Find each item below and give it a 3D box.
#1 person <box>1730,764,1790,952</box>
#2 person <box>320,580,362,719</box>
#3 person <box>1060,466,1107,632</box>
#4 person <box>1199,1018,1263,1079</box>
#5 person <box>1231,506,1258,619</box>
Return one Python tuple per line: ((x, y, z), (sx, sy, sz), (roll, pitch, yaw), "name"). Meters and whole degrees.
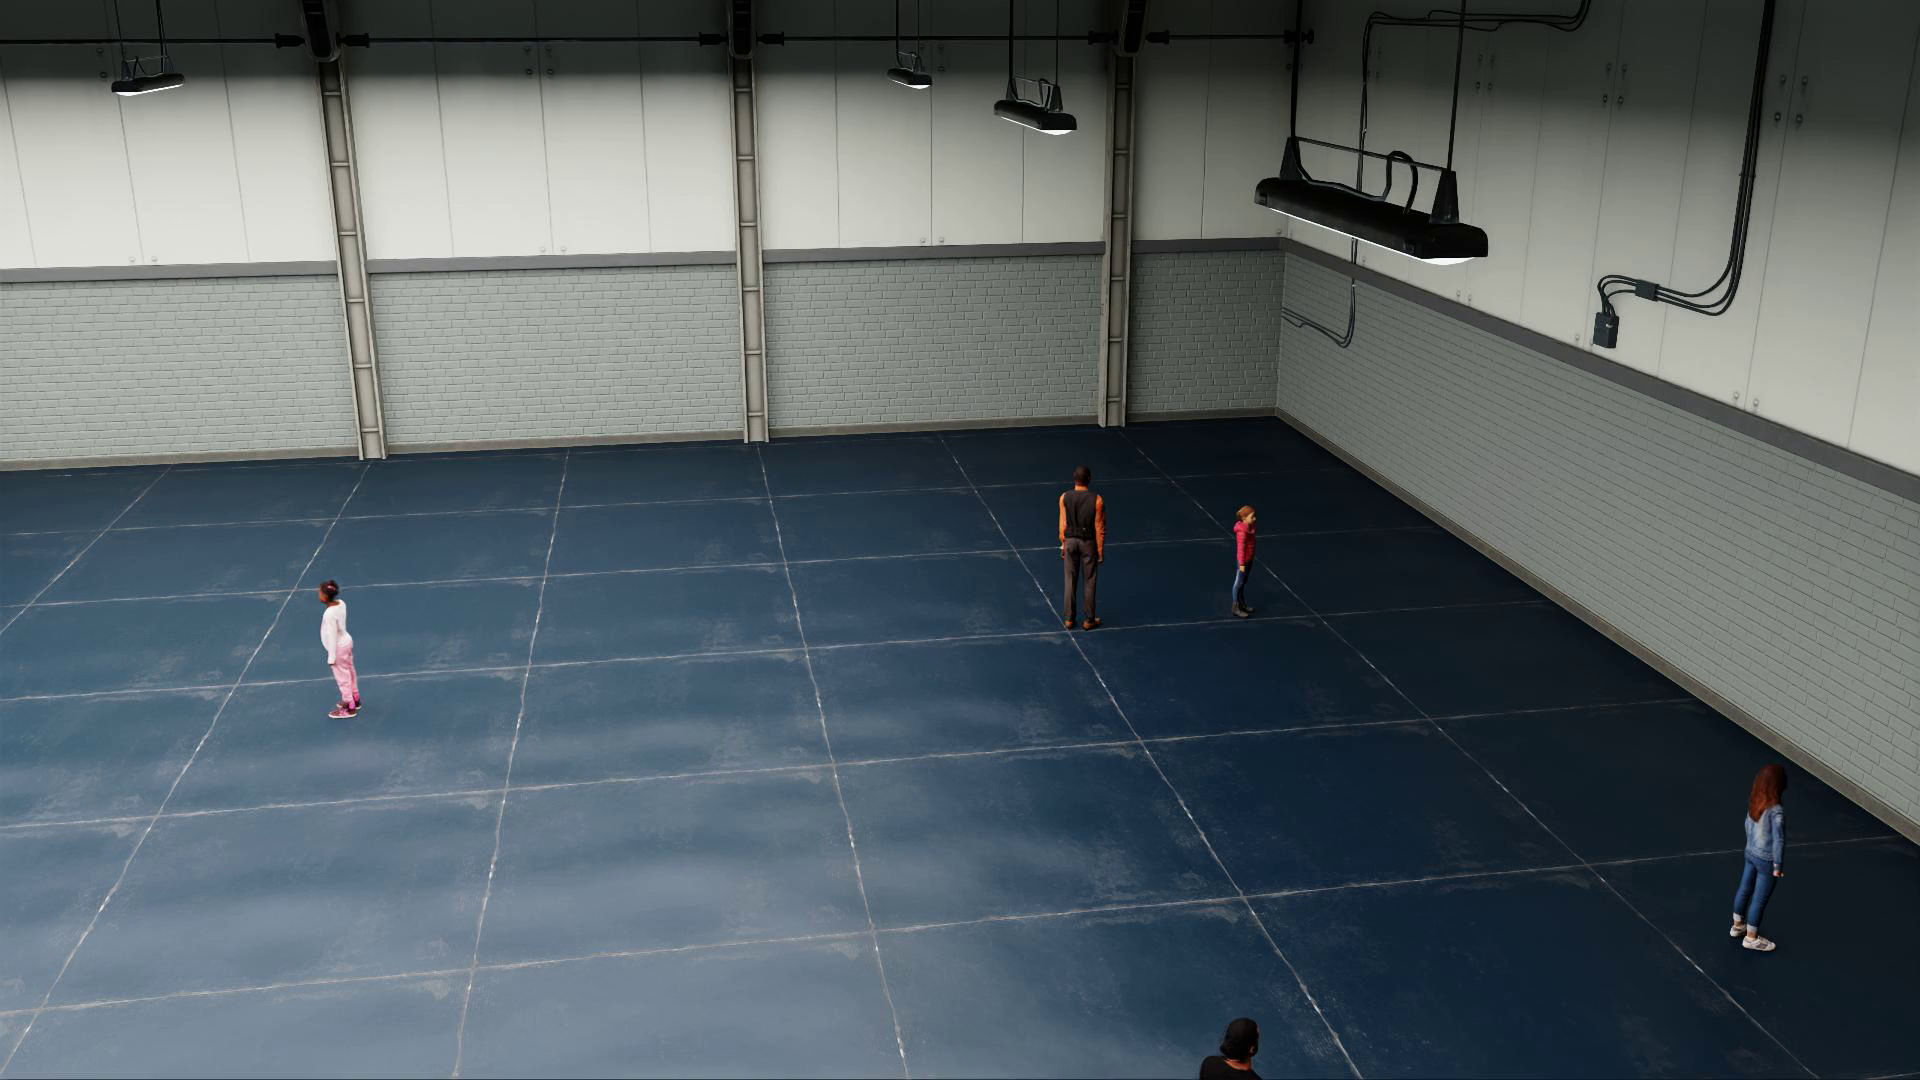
((6.045, 2.370, 12.537), (0.511, 1.476, 0.580), (-2, 18, -6), "person")
((-6.189, 1.058, 16.611), (0.546, 1.447, 0.573), (0, 18, 0), "person")
((1.375, 0.082, 18.865), (0.714, 1.908, 0.843), (5, 19, 16), "person")
((1.484, 3.371, 9.010), (0.729, 1.756, 0.714), (-16, 24, -41), "person")
((3.300, 0.232, 19.358), (0.643, 1.317, 0.596), (10, 20, 28), "person")
